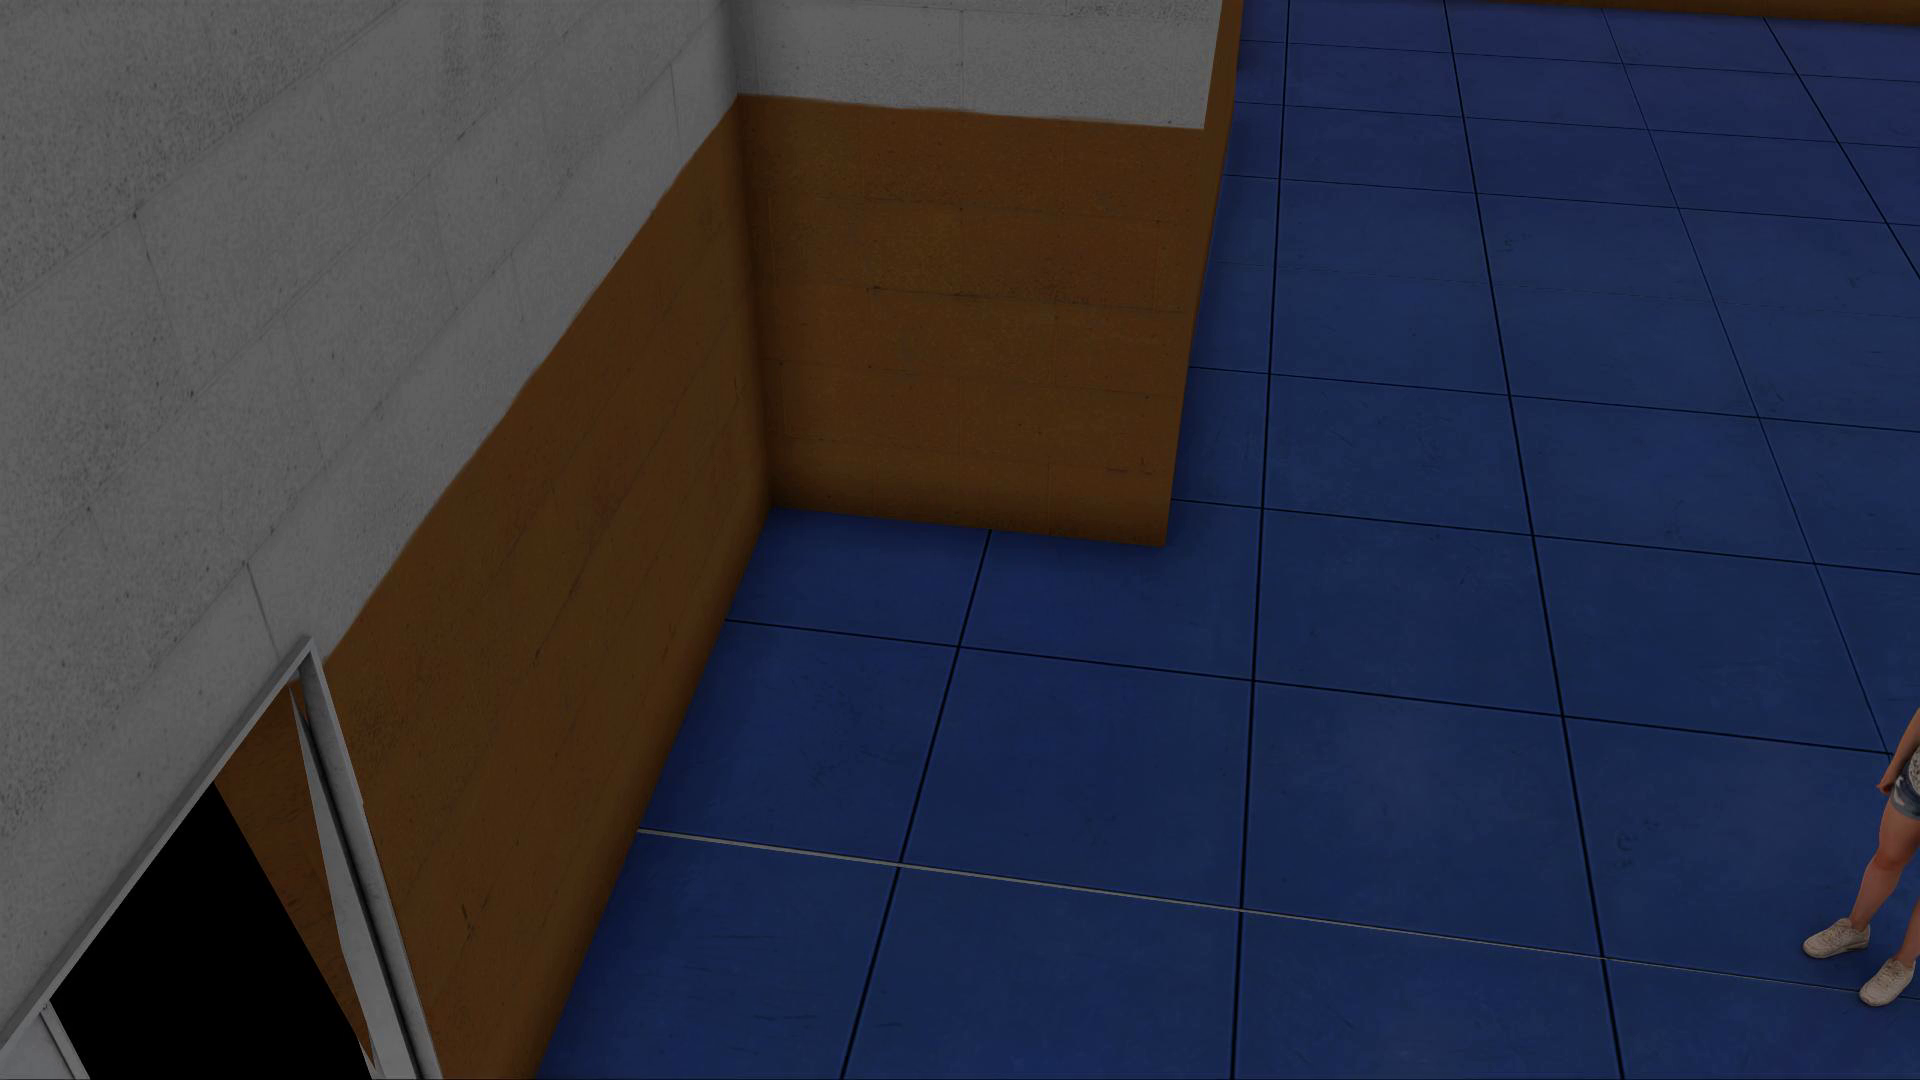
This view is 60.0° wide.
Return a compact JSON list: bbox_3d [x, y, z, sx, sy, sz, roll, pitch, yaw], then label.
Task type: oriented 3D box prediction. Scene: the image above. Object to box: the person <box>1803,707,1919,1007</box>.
[{"bbox_3d":[3.341,0.886,5.607,0.686,1.758,0.656,-17,40,-21],"label":"person"}]
